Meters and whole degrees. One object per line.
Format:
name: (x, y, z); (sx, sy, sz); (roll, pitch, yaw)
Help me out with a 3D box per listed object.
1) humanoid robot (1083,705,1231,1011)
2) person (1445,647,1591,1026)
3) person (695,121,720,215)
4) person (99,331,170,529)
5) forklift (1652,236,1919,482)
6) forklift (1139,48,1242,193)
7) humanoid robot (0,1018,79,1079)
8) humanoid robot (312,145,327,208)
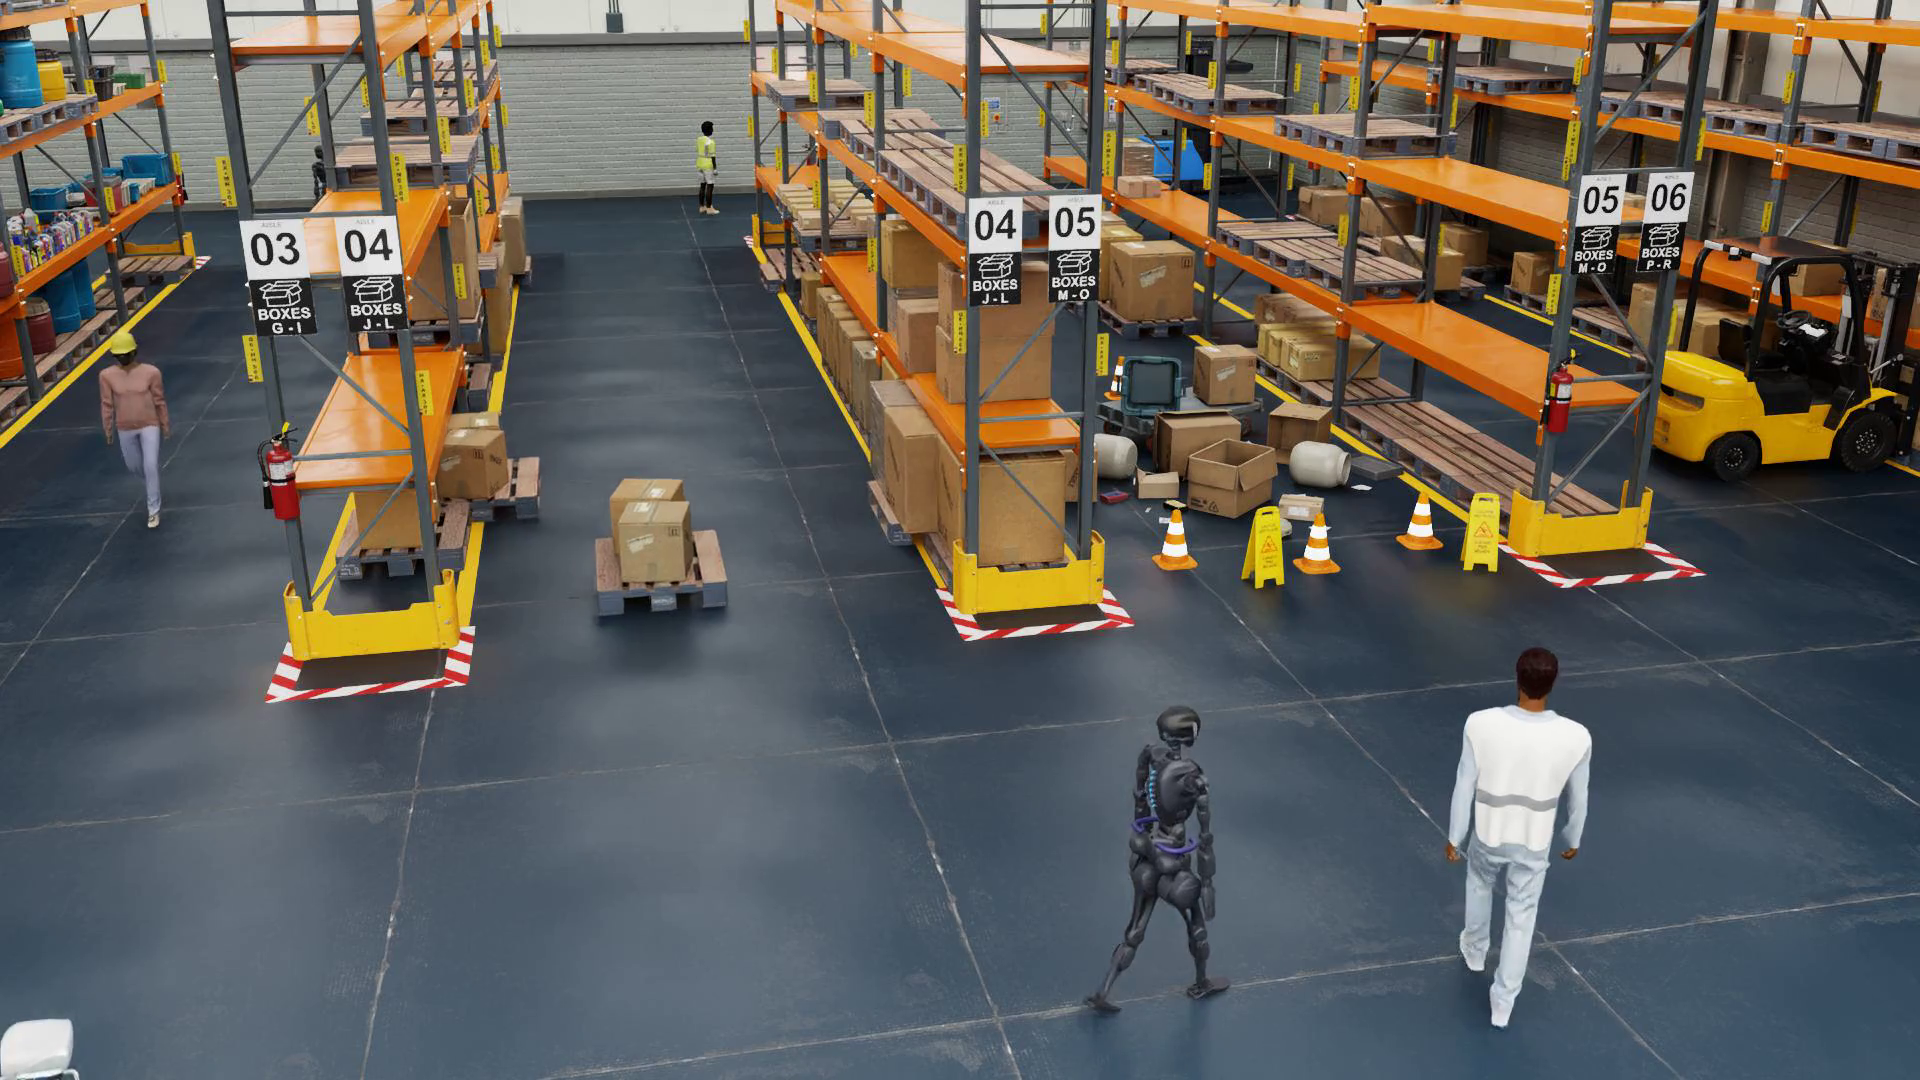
humanoid robot: (0.983, 1.560, 8.081); (0.795, 1.643, 0.599); (-12, 24, -29)
person: (2.719, 1.381, 8.158); (0.633, 1.885, 0.842); (5, 21, 14)
person: (-4.650, -6.844, 30.596); (0.321, 1.687, 0.536); (-18, 27, -40)
person: (-7.349, -1.037, 14.879); (0.532, 1.736, 0.780); (-5, 21, -13)
forklift: (8.013, -1.814, 16.330); (2.313, 2.155, 1.214); (-4, 21, -12)
forklift: (4.566, -8.313, 32.860); (1.873, 2.768, 1.129); (-4, 21, -12)
humanoid robot: (-2.766, 2.364, 5.790); (1.006, 1.774, 0.530); (-12, 23, -29)
humanoid robot: (-10.434, -5.670, 27.447); (0.344, 1.649, 0.603); (7, 21, 18)
